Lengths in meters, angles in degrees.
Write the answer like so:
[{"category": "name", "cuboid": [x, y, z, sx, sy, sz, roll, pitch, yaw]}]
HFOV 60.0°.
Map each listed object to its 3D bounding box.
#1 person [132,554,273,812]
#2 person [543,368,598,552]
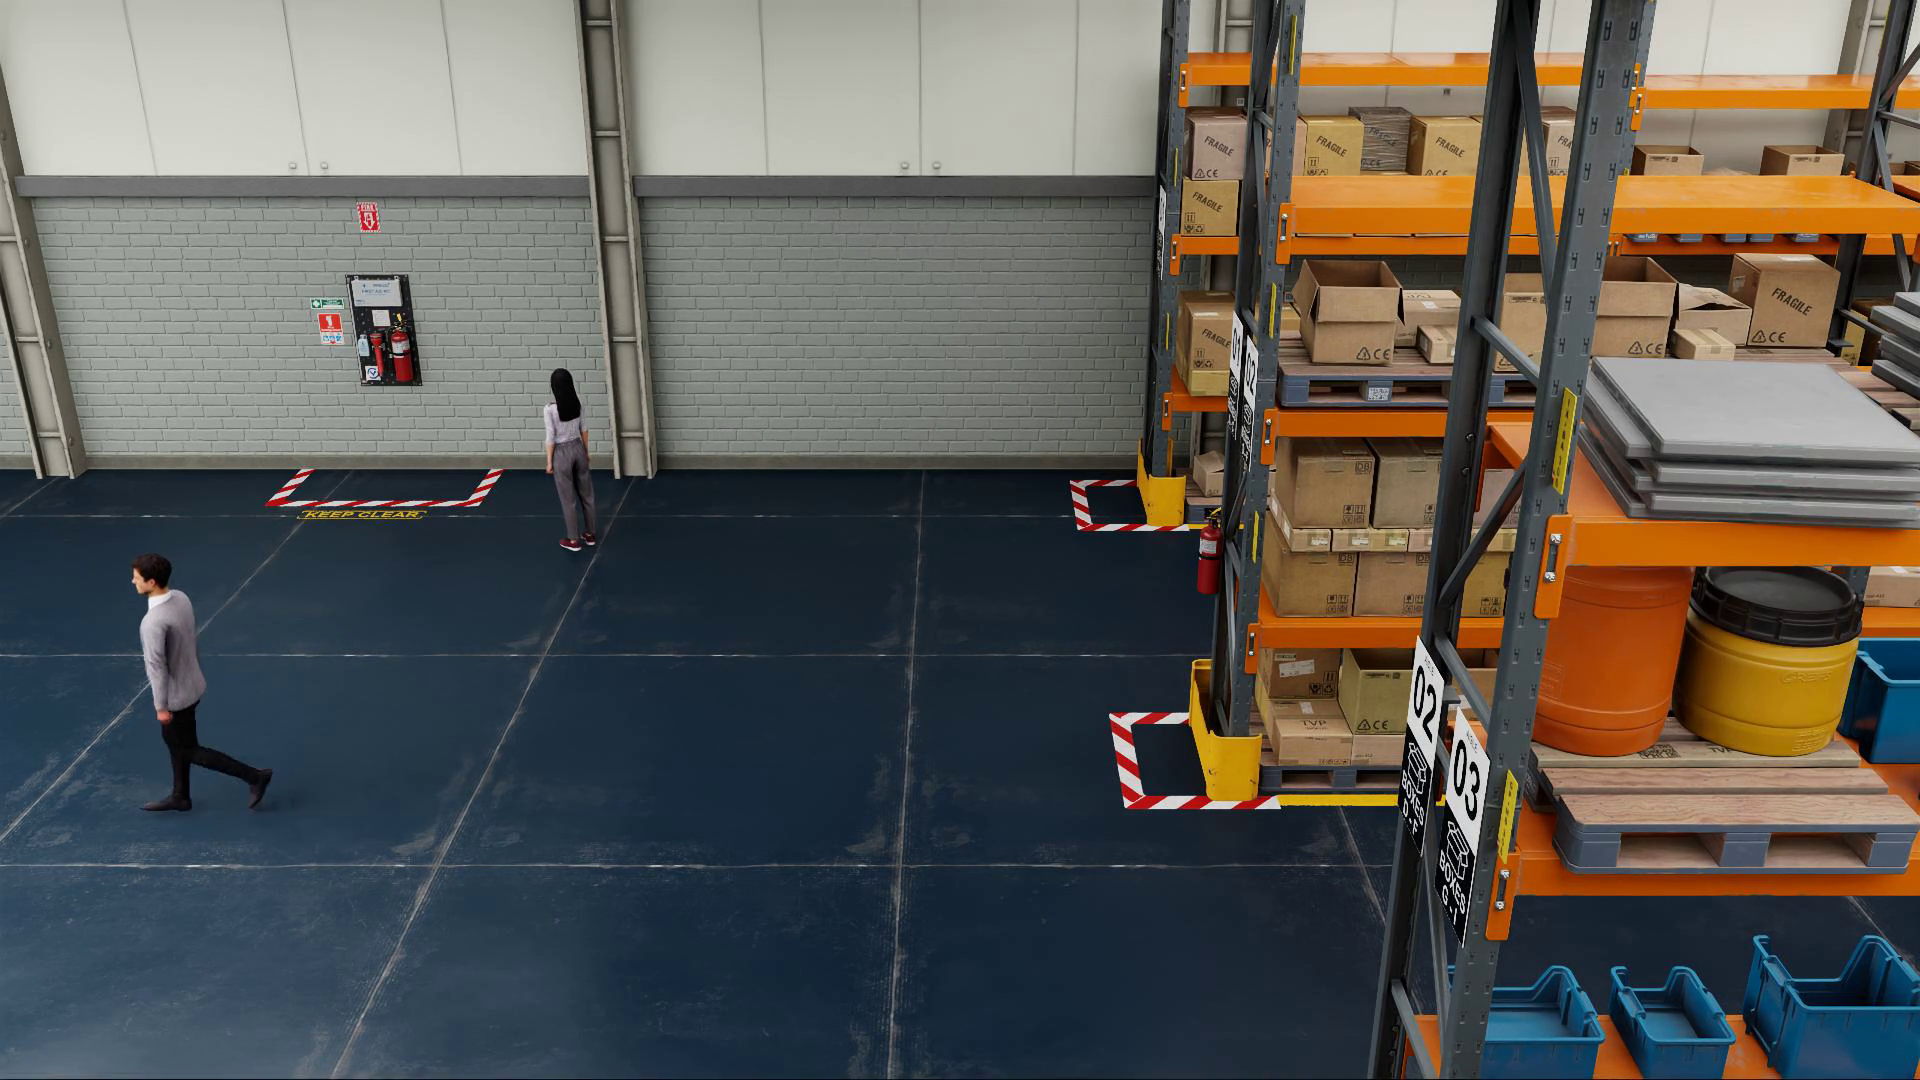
[{"category": "person", "cuboid": [-5.076, 0.981, 11.011, 1.192, 1.899, 0.863, -4, 23, -9]}, {"category": "person", "cuboid": [-3.586, -0.748, 15.290, 0.667, 1.732, 0.737, -19, 30, -38]}]
